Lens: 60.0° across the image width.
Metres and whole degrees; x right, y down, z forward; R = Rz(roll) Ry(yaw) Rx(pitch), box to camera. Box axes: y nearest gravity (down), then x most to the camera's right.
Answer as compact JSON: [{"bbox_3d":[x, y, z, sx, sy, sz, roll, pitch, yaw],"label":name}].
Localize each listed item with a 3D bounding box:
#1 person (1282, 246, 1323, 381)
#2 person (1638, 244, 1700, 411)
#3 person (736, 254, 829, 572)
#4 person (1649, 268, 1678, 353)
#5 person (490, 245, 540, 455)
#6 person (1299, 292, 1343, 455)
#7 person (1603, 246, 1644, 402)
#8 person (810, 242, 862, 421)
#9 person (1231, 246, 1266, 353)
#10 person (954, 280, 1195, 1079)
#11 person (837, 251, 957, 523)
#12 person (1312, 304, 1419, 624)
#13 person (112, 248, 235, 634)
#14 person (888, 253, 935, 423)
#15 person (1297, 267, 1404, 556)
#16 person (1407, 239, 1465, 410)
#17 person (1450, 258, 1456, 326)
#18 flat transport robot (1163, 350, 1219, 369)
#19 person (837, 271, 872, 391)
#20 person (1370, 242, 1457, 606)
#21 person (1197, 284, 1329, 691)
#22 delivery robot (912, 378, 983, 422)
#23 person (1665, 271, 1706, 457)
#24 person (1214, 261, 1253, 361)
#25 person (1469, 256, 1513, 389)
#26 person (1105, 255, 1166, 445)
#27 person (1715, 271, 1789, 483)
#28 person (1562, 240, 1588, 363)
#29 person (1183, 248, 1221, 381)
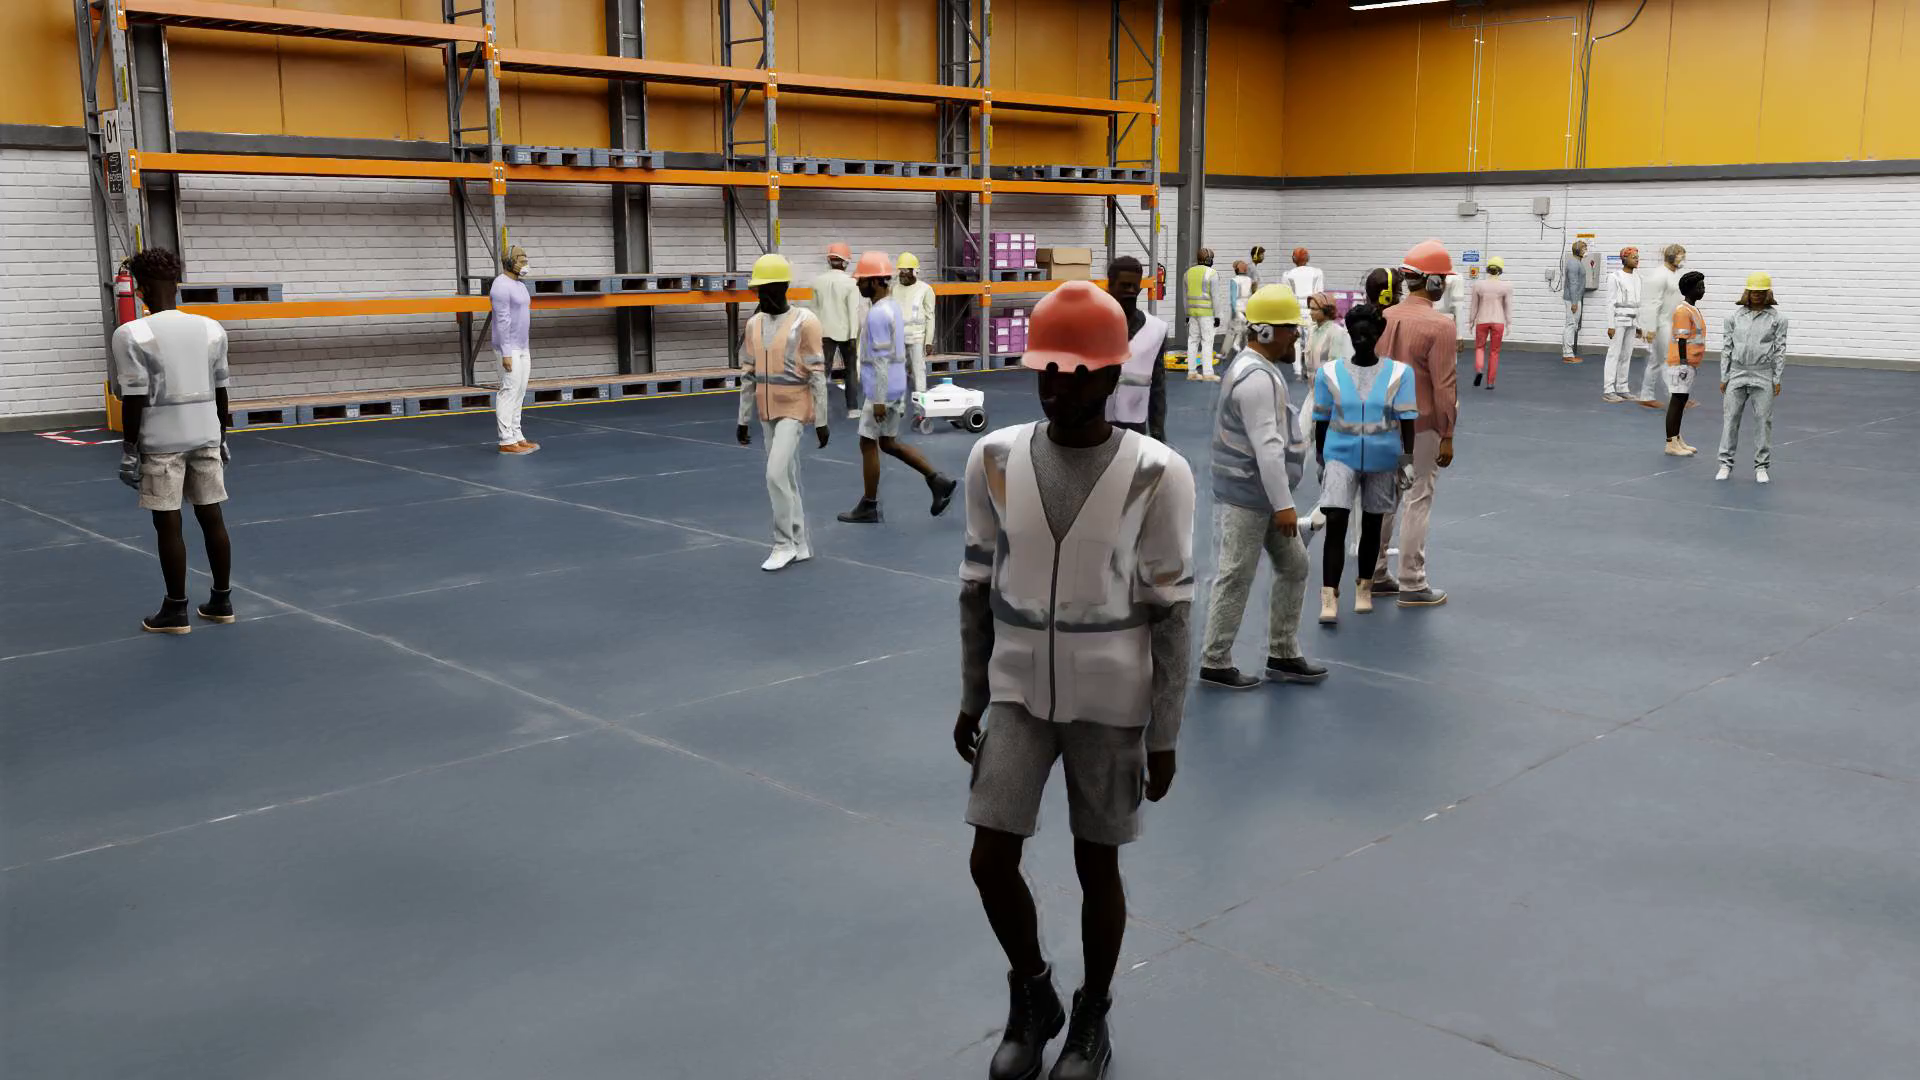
[{"bbox_3d":[4.741,-3.123,23.036,0.586,1.871,0.597,1,10,6],"label":"person"},{"bbox_3d":[8.220,-2.421,19.069,0.786,1.916,0.659,8,13,38],"label":"person"},{"bbox_3d":[-1.132,-0.759,10.034,0.624,1.904,0.641,9,14,41],"label":"person"},{"bbox_3d":[11.232,-3.622,26.421,0.353,1.620,0.530,10,14,42],"label":"person"},{"bbox_3d":[-4.142,-1.752,15.418,0.368,1.932,0.623,1,10,6],"label":"person"},{"bbox_3d":[2.923,-1.159,13.137,0.945,1.583,0.530,-4,11,-21],"label":"person"},{"bbox_3d":[8.106,-2.625,20.286,0.576,1.885,0.355,-6,12,-30],"label":"person"},{"bbox_3d":[-1.387,-2.271,18.178,0.604,1.954,0.967,4,11,21],"label":"person"},{"bbox_3d":[4.933,-4.089,28.421,0.510,1.839,0.568,-1,10,-5],"label":"person"},{"bbox_3d":[0.238,0.375,3.821,0.583,1.918,0.497,4,11,20],"label":"person"},{"bbox_3d":[-0.454,-1.053,11.634,0.765,1.920,0.556,2,11,10],"label":"person"},{"bbox_3d":[2.097,-0.382,8.664,0.547,1.662,0.793,2,11,13],"label":"person"},{"bbox_3d":[-4.007,-0.500,8.494,0.369,1.958,0.602,6,12,31],"label":"person"},{"bbox_3d":[-0.561,-2.183,18.014,0.588,1.835,0.404,6,12,29],"label":"person"},{"bbox_3d":[2.422,-0.767,10.306,0.756,1.836,0.570,-3,11,-17],"label":"person"},{"bbox_3d":[5.076,-2.197,17.696,0.638,1.973,0.919,5,12,27],"label":"person"},{"bbox_3d":[6.300,-2.867,21.893,0.564,1.799,1.001,0,10,-2],"label":"person"},{"bbox_3d":[3.410,-2.766,25.458,0.652,0.197,1.431,6,12,29],"label":"flat transport robot"},{"bbox_3d":[-1.292,-2.718,21.597,0.872,1.578,0.517,-10,14,-42],"label":"person"},{"bbox_3d":[2.492,-0.625,9.116,0.397,1.989,0.619,-5,11,-25],"label":"person"},{"bbox_3d":[1.394,-0.210,7.335,0.709,1.808,0.607,3,11,16],"label":"person"},{"bbox_3d":[-0.130,-1.428,17.127,0.707,0.478,0.477,-4,11,-21],"label":"delivery robot"},{"bbox_3d":[6.683,-1.620,15.316,0.318,1.697,0.535,6,12,31],"label":"person"},{"bbox_3d":[4.431,-3.665,26.701,0.534,1.607,0.741,-8,13,-37],"label":"person"},{"bbox_3d":[6.976,-2.850,21.861,0.544,1.750,0.420,5,11,24],"label":"person"},{"bbox_3d":[0.870,-0.614,9.346,0.604,1.933,0.459,-2,11,-10],"label":"person"},{"bbox_3d":[6.495,-1.332,13.653,0.483,1.735,0.340,6,12,30],"label":"person"},{"bbox_3d":[9.780,-3.782,26.449,0.368,1.939,0.633,4,11,21],"label":"person"},{"bbox_3d":[3.396,-3.134,23.179,0.429,1.842,0.636,-8,13,-38],"label":"person"}]
